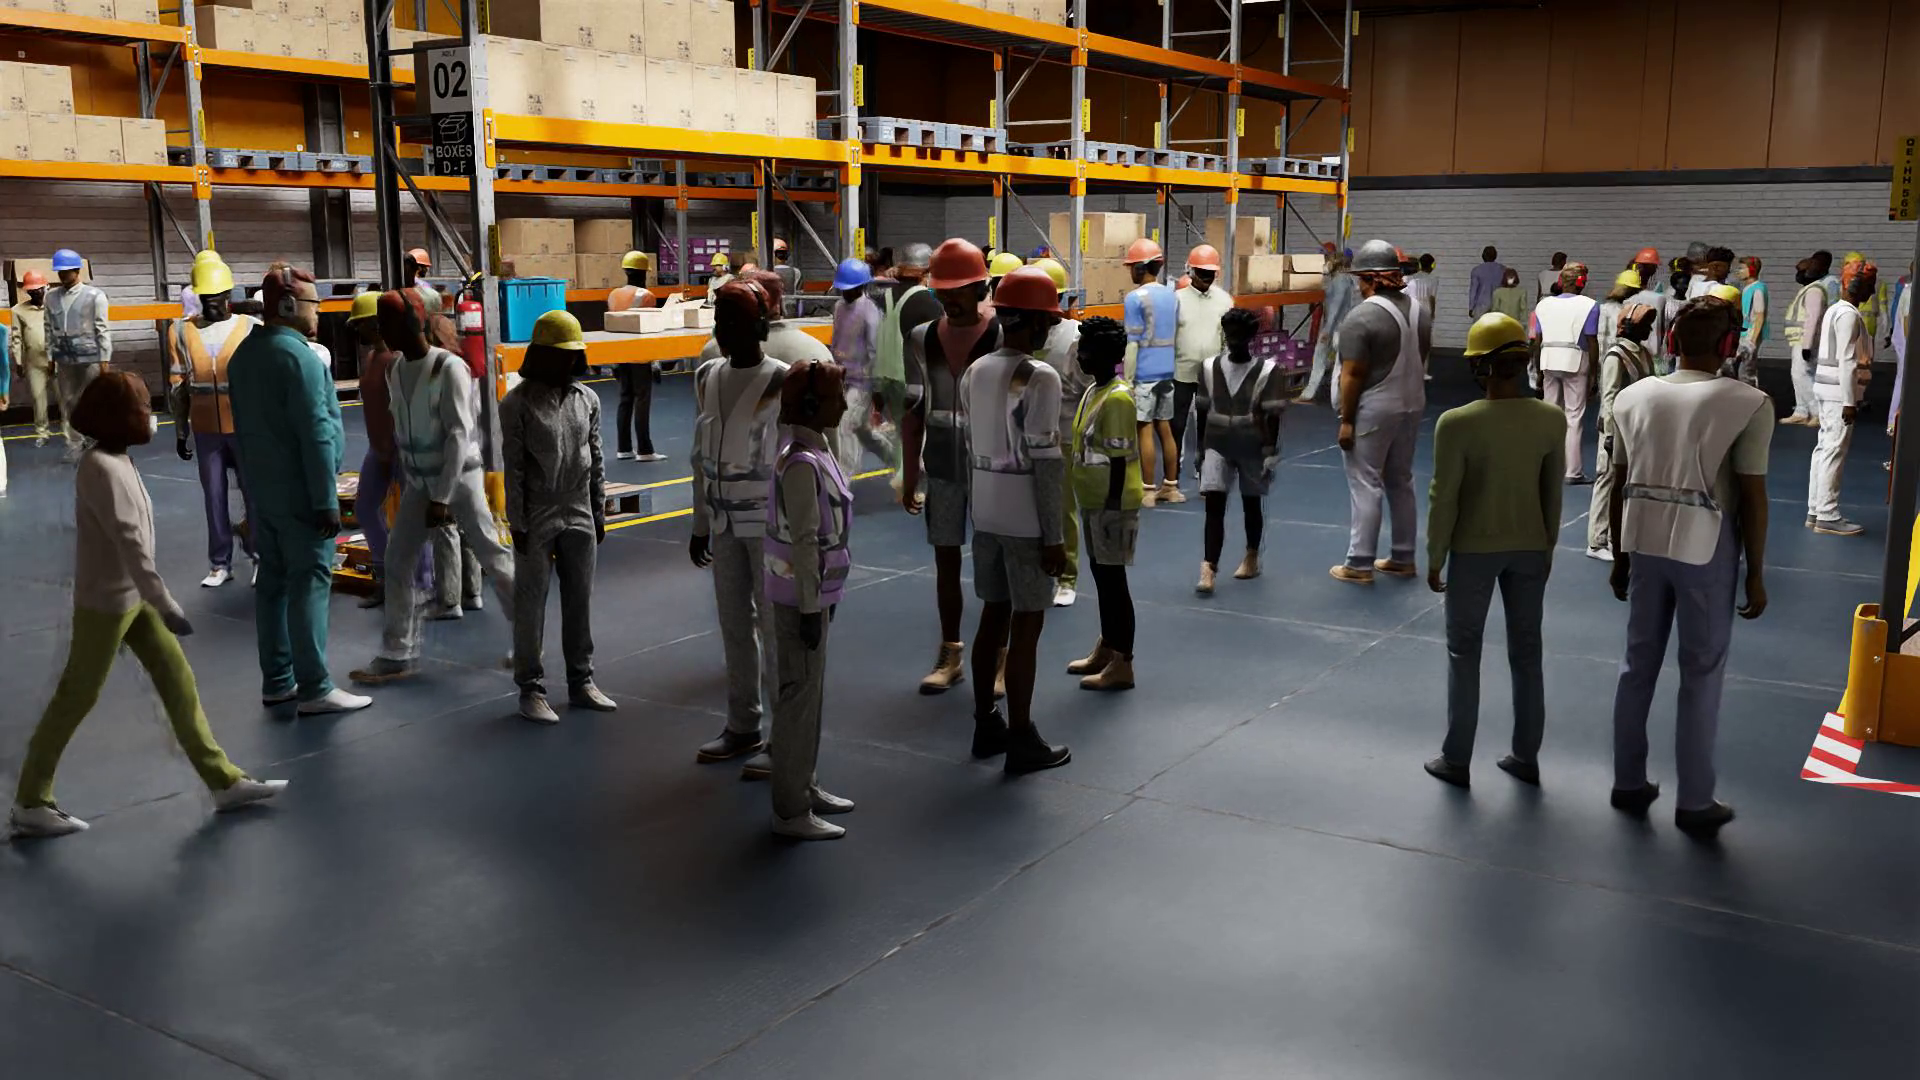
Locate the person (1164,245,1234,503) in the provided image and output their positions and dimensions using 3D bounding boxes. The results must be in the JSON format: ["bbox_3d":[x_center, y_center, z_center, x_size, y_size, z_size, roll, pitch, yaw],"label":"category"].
[{"bbox_3d":[1.833,-1.272,12.841,0.617,1.987,0.407,-2,10,-12],"label":"person"}]

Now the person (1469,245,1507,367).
[{"bbox_3d":[8.403,-3.709,26.483,0.627,1.934,0.367,-1,10,-7],"label":"person"}]

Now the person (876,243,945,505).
[{"bbox_3d":[-0.336,-1.256,12.591,0.554,2.000,0.692,-10,14,-44],"label":"person"}]

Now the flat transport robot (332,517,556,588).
[{"bbox_3d":[-3.125,0.066,10.168,0.652,0.197,1.431,7,12,33],"label":"flat transport robot"}]

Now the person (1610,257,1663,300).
[{"bbox_3d":[8.390,-2.603,20.706,0.642,1.812,0.788,8,13,36],"label":"person"}]

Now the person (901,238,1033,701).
[{"bbox_3d":[0.019,-0.303,7.346,0.613,2.033,0.411,4,11,21],"label":"person"}]

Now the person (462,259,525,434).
[{"bbox_3d":[-4.086,-1.500,14.442,0.668,1.871,0.673,-10,14,-43],"label":"person"}]

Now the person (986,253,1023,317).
[{"bbox_3d":[0.346,-1.079,11.924,0.368,1.928,0.585,-3,11,-14],"label":"person"}]

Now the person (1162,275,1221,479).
[{"bbox_3d":[1.949,-1.389,14.151,0.569,1.744,0.350,6,12,32],"label":"person"}]

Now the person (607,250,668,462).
[{"bbox_3d":[-2.966,-1.677,15.244,0.589,1.926,0.385,8,13,38],"label":"person"}]

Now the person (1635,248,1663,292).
[{"bbox_3d":[7.968,-2.442,19.477,0.387,1.931,0.544,7,12,33],"label":"person"}]

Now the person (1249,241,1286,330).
[{"bbox_3d":[4.700,-3.596,25.555,0.598,2.000,0.711,-5,11,-26],"label":"person"}]

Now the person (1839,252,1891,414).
[{"bbox_3d":[10.547,-2.433,19.550,0.670,1.876,0.716,4,11,20],"label":"person"}]

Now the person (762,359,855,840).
[{"bbox_3d":[-0.515,0.200,5.663,0.315,1.629,0.509,0,10,-3],"label":"person"}]

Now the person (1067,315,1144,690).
[{"bbox_3d":[0.660,-0.170,7.550,0.320,1.691,0.536,-1,10,-8],"label":"person"}]

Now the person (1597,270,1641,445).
[{"bbox_3d":[6.434,-1.756,16.201,0.510,1.720,0.580,3,11,16],"label":"person"}]

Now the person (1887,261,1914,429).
[{"bbox_3d":[10.092,-2.065,17.661,0.351,1.834,0.518,7,12,32],"label":"person"}]

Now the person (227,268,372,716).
[{"bbox_3d":[-2.836,-0.205,7.148,0.645,1.905,0.400,9,14,41],"label":"person"}]

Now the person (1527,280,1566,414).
[{"bbox_3d":[5.919,-1.777,16.540,0.540,1.655,0.792,4,11,21],"label":"person"}]

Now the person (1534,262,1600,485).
[{"bbox_3d":[5.018,-1.372,13.796,0.390,1.838,0.563,-9,14,-41],"label":"person"}]

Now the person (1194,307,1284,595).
[{"bbox_3d":[1.609,-0.525,9.640,0.536,1.639,0.911,4,11,22],"label":"person"}]

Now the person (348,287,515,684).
[{"bbox_3d":[-2.405,-0.261,7.738,0.606,1.824,0.897,6,12,31],"label":"person"}]

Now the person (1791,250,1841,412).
[{"bbox_3d":[10.195,-2.468,19.673,0.397,1.912,0.606,1,10,5],"label":"person"}]

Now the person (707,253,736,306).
[{"bbox_3d":[-3.453,-3.236,24.134,0.588,1.835,0.404,8,13,38],"label":"person"}]

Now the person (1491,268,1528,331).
[{"bbox_3d":[8.076,-3.195,24.489,0.524,1.619,0.419,1,10,6],"label":"person"}]

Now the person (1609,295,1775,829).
[{"bbox_3d":[2.499,0.078,5.774,0.394,1.836,0.561,-7,13,-35],"label":"person"}]

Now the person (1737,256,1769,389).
[{"bbox_3d":[8.698,-2.196,18.335,0.374,1.843,0.574,2,10,11],"label":"person"}]

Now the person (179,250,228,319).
[{"bbox_3d":[-7.288,-1.851,16.211,0.386,1.922,0.594,3,11,14],"label":"person"}]

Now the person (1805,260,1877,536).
[{"bbox_3d":[6.105,-0.984,11.509,0.355,1.887,0.573,3,11,17],"label":"person"}]

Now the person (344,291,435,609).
[{"bbox_3d":[-3.134,-0.471,9.063,0.507,1.743,0.542,7,12,33],"label":"person"}]

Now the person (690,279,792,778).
[{"bbox_3d":[-0.793,-0.043,6.328,0.581,1.877,0.345,8,13,39],"label":"person"}]
